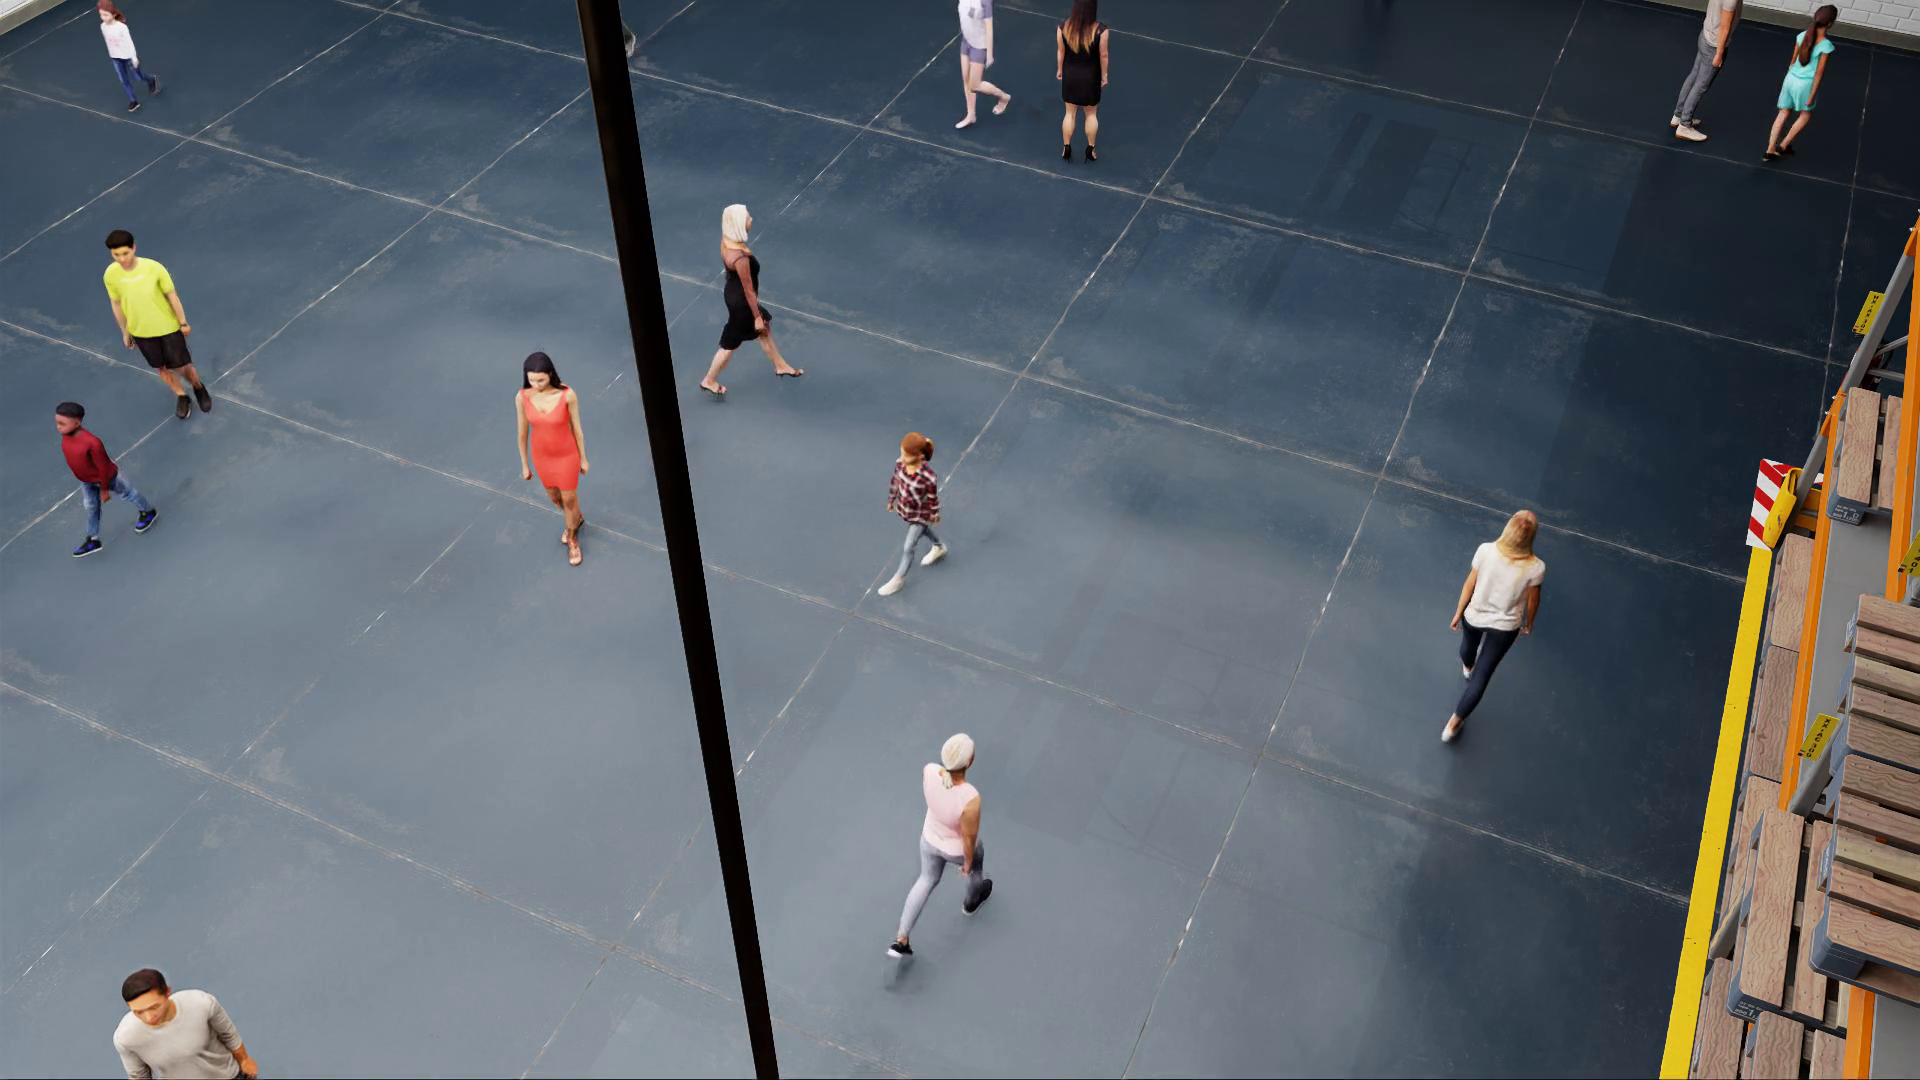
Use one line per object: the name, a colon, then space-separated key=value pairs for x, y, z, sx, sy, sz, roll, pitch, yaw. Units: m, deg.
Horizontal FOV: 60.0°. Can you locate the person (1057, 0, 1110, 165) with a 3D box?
person: x=1.141 y=-4.317 z=15.540 sx=0.697 sy=1.718 sz=0.668 roll=9 pitch=44 yaw=9

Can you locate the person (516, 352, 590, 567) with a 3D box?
person: x=-2.825 y=-0.613 z=11.653 sx=0.764 sy=1.717 sz=0.829 roll=0 pitch=44 yaw=0

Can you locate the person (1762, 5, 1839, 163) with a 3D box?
person: x=7.837 y=-4.249 z=15.589 sx=0.715 sy=1.552 sz=0.671 roll=-23 pitch=48 yaw=-22

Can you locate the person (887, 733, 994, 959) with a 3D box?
person: x=-0.111 y=1.717 z=9.218 sx=0.699 sy=1.702 sz=1.117 roll=26 pitch=50 yaw=25

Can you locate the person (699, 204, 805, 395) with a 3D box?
person: x=-1.773 y=-1.798 z=12.908 sx=1.118 sy=1.700 sz=1.091 roll=-12 pitch=45 yaw=-13

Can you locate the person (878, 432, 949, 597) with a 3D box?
person: x=-0.261 y=-0.249 z=11.593 sx=0.979 sy=1.271 sz=0.750 roll=-33 pitch=53 yaw=-30

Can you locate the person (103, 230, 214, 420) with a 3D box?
person: x=-6.207 y=-1.705 z=12.815 sx=0.742 sy=1.695 sz=0.779 roll=-7 pitch=44 yaw=-7

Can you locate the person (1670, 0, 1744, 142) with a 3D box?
person: x=7.200 y=-4.762 z=15.876 sx=0.787 sy=1.897 sz=0.598 roll=6 pitch=44 yaw=6

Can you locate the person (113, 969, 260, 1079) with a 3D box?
person: x=-3.736 y=2.636 z=8.173 sx=0.685 sy=1.811 sz=0.799 roll=-23 pitch=48 yaw=-22

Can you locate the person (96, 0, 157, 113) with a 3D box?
person: x=-8.304 y=-4.852 z=16.550 sx=0.553 sy=1.099 sz=0.742 roll=7 pitch=44 yaw=7

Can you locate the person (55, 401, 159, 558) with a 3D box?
person: x=-6.104 y=-0.498 z=11.894 sx=0.521 sy=1.218 sz=0.869 roll=16 pitch=46 yaw=16

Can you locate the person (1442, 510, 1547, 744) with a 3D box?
person: x=3.272 y=0.588 z=10.350 sx=0.673 sy=1.775 sz=1.083 roll=21 pitch=48 yaw=21

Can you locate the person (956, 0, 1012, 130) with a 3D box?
person: x=0.236 y=-4.783 z=16.009 sx=0.900 sy=1.746 sz=0.806 roll=-20 pitch=47 yaw=-19
